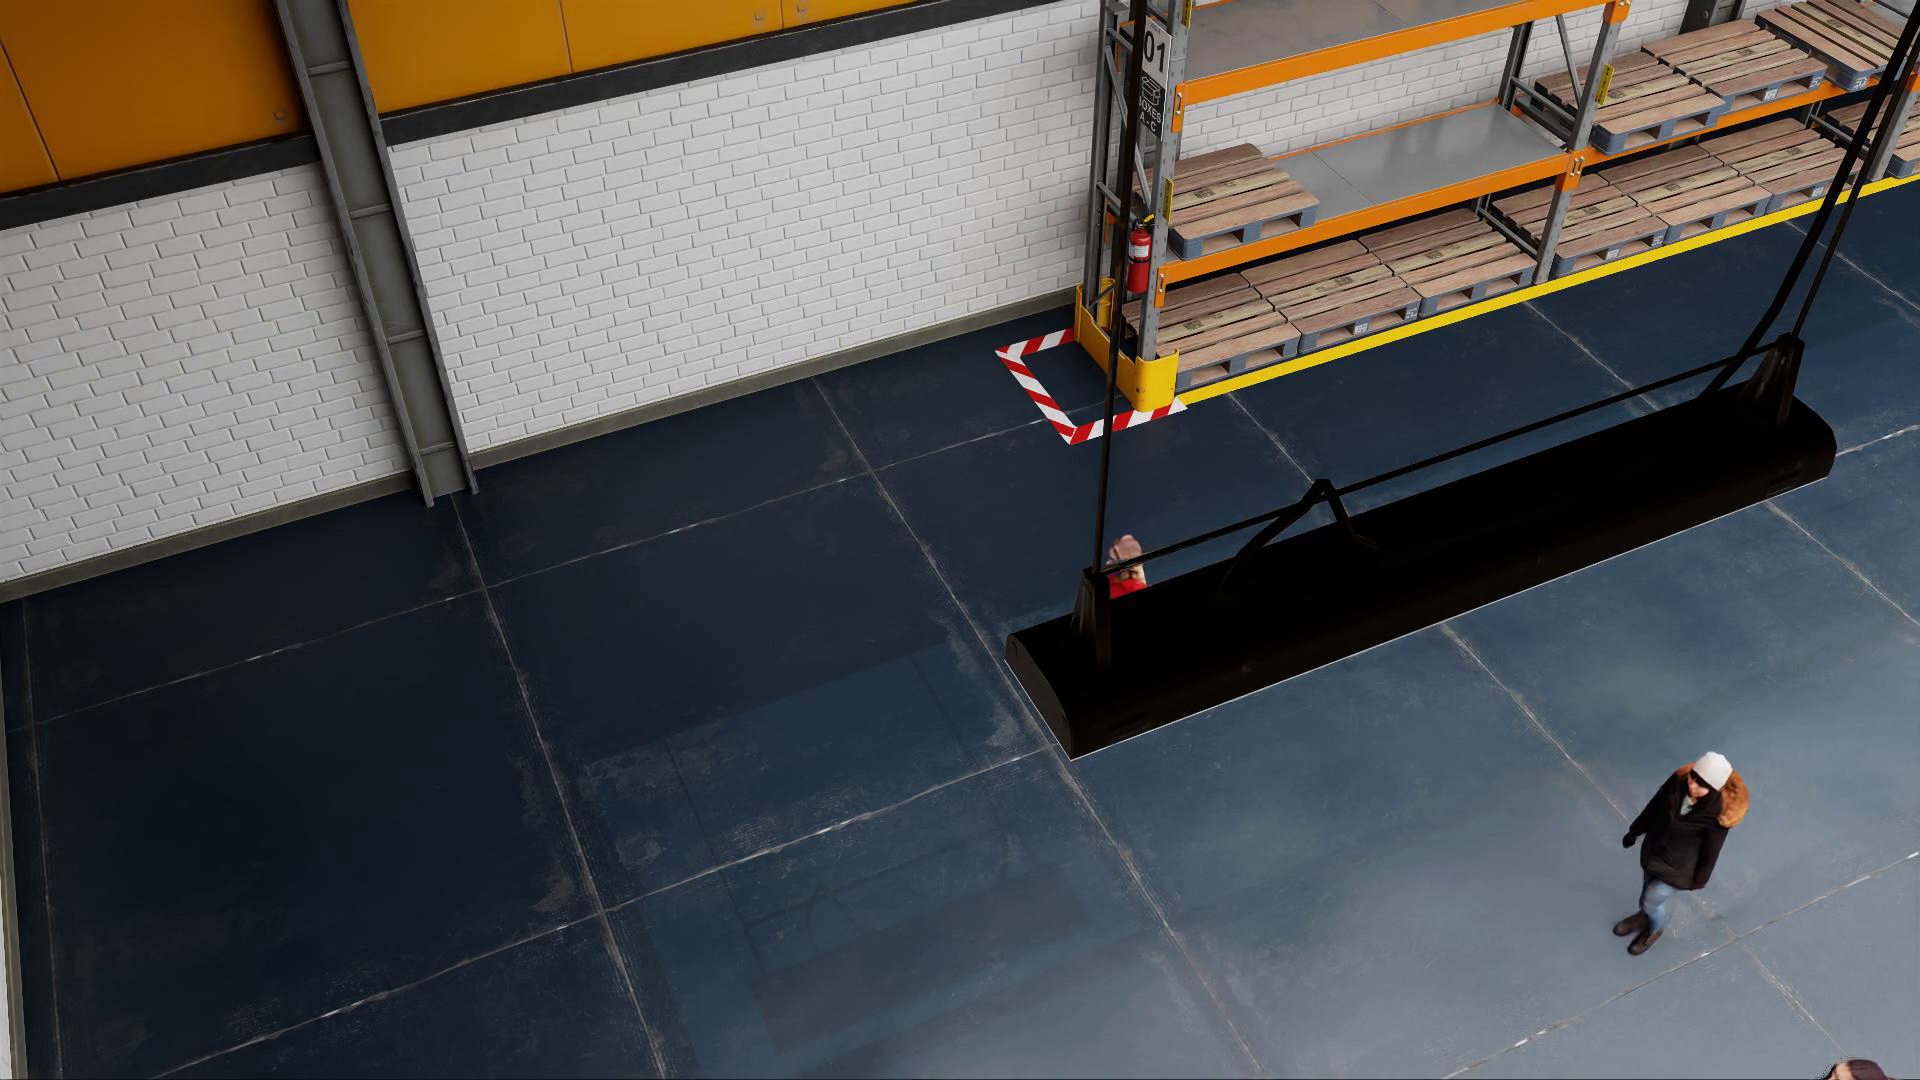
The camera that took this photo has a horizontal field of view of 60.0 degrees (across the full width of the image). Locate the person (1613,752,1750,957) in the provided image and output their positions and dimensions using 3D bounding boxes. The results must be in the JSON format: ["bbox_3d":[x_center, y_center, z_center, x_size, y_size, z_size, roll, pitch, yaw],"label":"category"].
[{"bbox_3d":[4.032,1.709,9.268,0.624,1.625,0.648,-13,45,-14],"label":"person"}]

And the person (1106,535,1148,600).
[{"bbox_3d":[1.076,0.598,10.384,0.810,1.694,0.653,-13,45,-14],"label":"person"}]
